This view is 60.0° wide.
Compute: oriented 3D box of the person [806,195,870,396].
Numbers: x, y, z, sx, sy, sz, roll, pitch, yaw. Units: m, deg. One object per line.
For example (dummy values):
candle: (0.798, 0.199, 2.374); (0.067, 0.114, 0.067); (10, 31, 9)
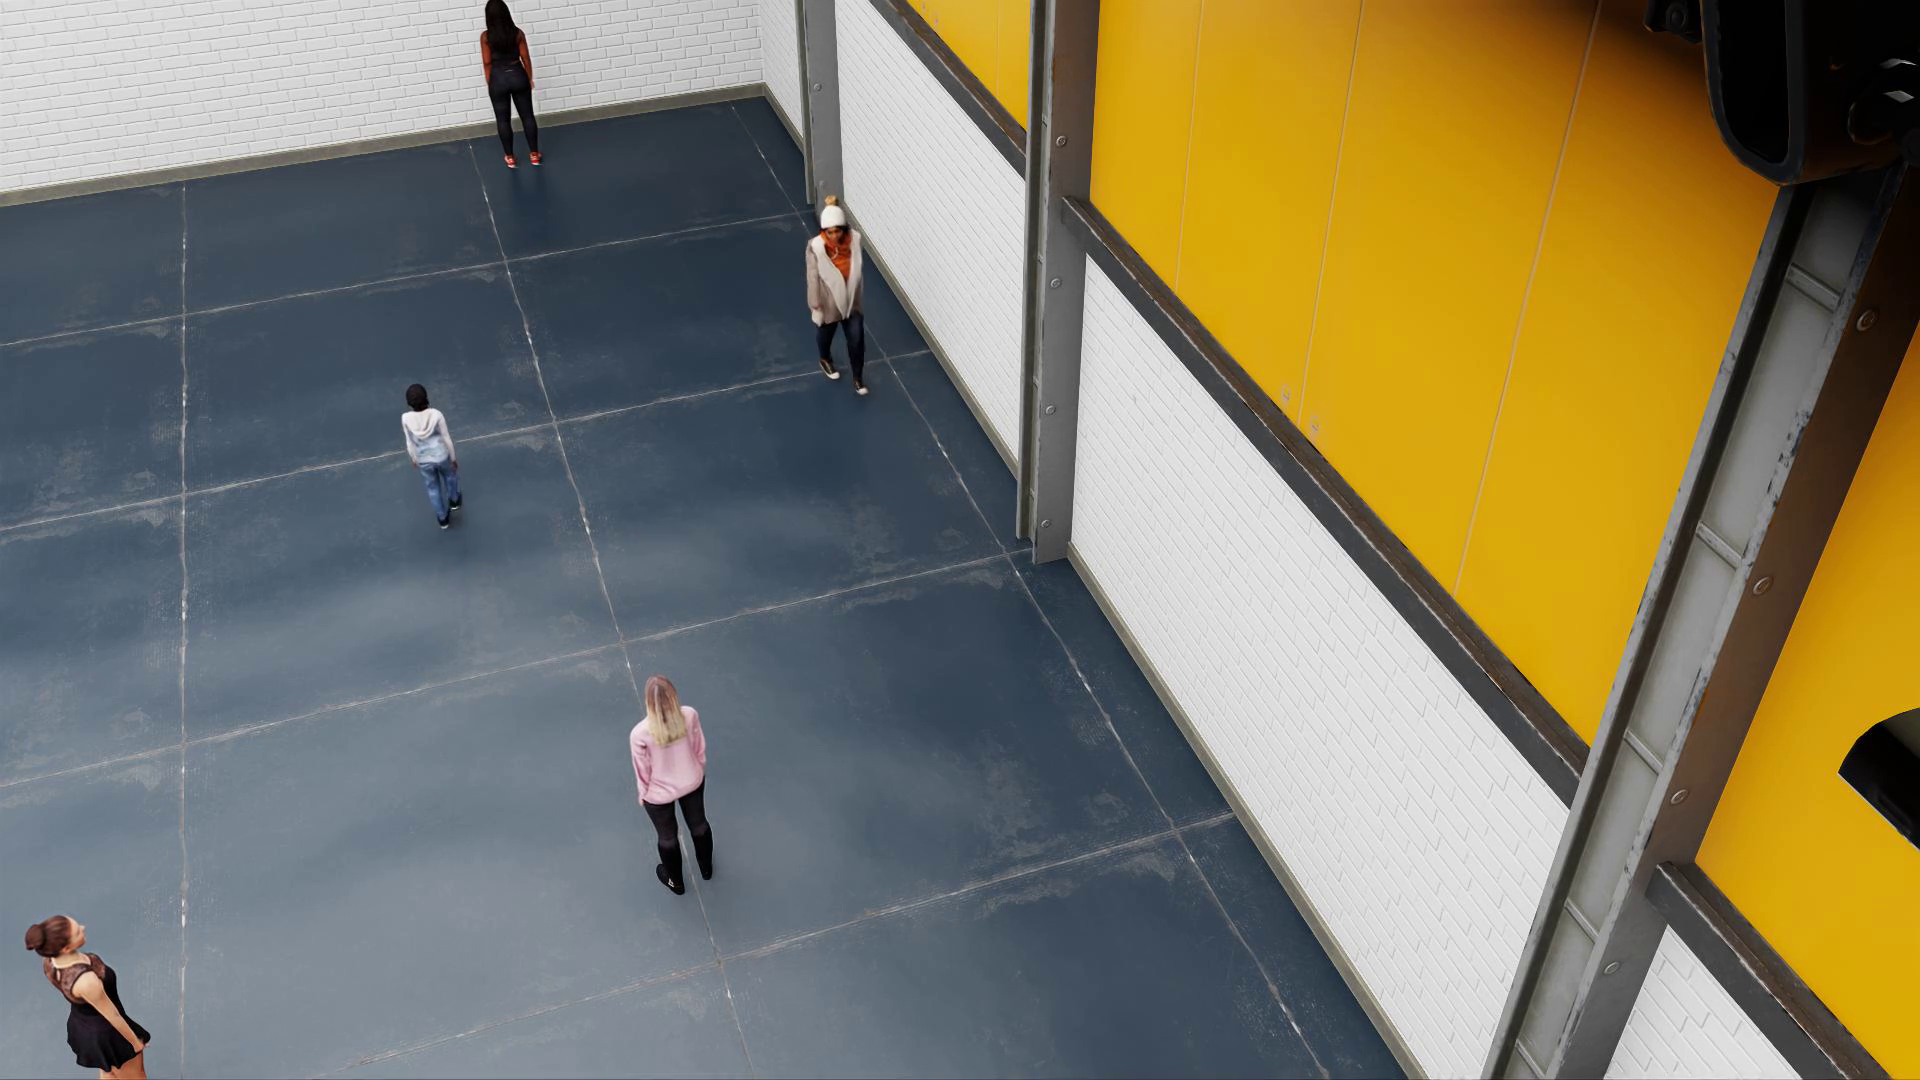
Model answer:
person: (-1.075, -2.169, 14.266); (0.719, 1.864, 0.960); (-20, 43, -23)

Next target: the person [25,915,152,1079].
person: (-4.418, 2.502, 8.568); (0.663, 1.675, 0.739); (22, 44, 26)

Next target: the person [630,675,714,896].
person: (-1.705, 1.449, 9.876); (0.648, 1.688, 0.608); (-22, 44, -25)

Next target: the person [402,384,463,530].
person: (-4.070, -0.621, 12.817); (0.527, 1.251, 0.668); (-9, 39, -11)

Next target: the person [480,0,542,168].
person: (-4.794, -4.859, 17.673); (0.634, 1.815, 0.588); (-13, 40, -16)
